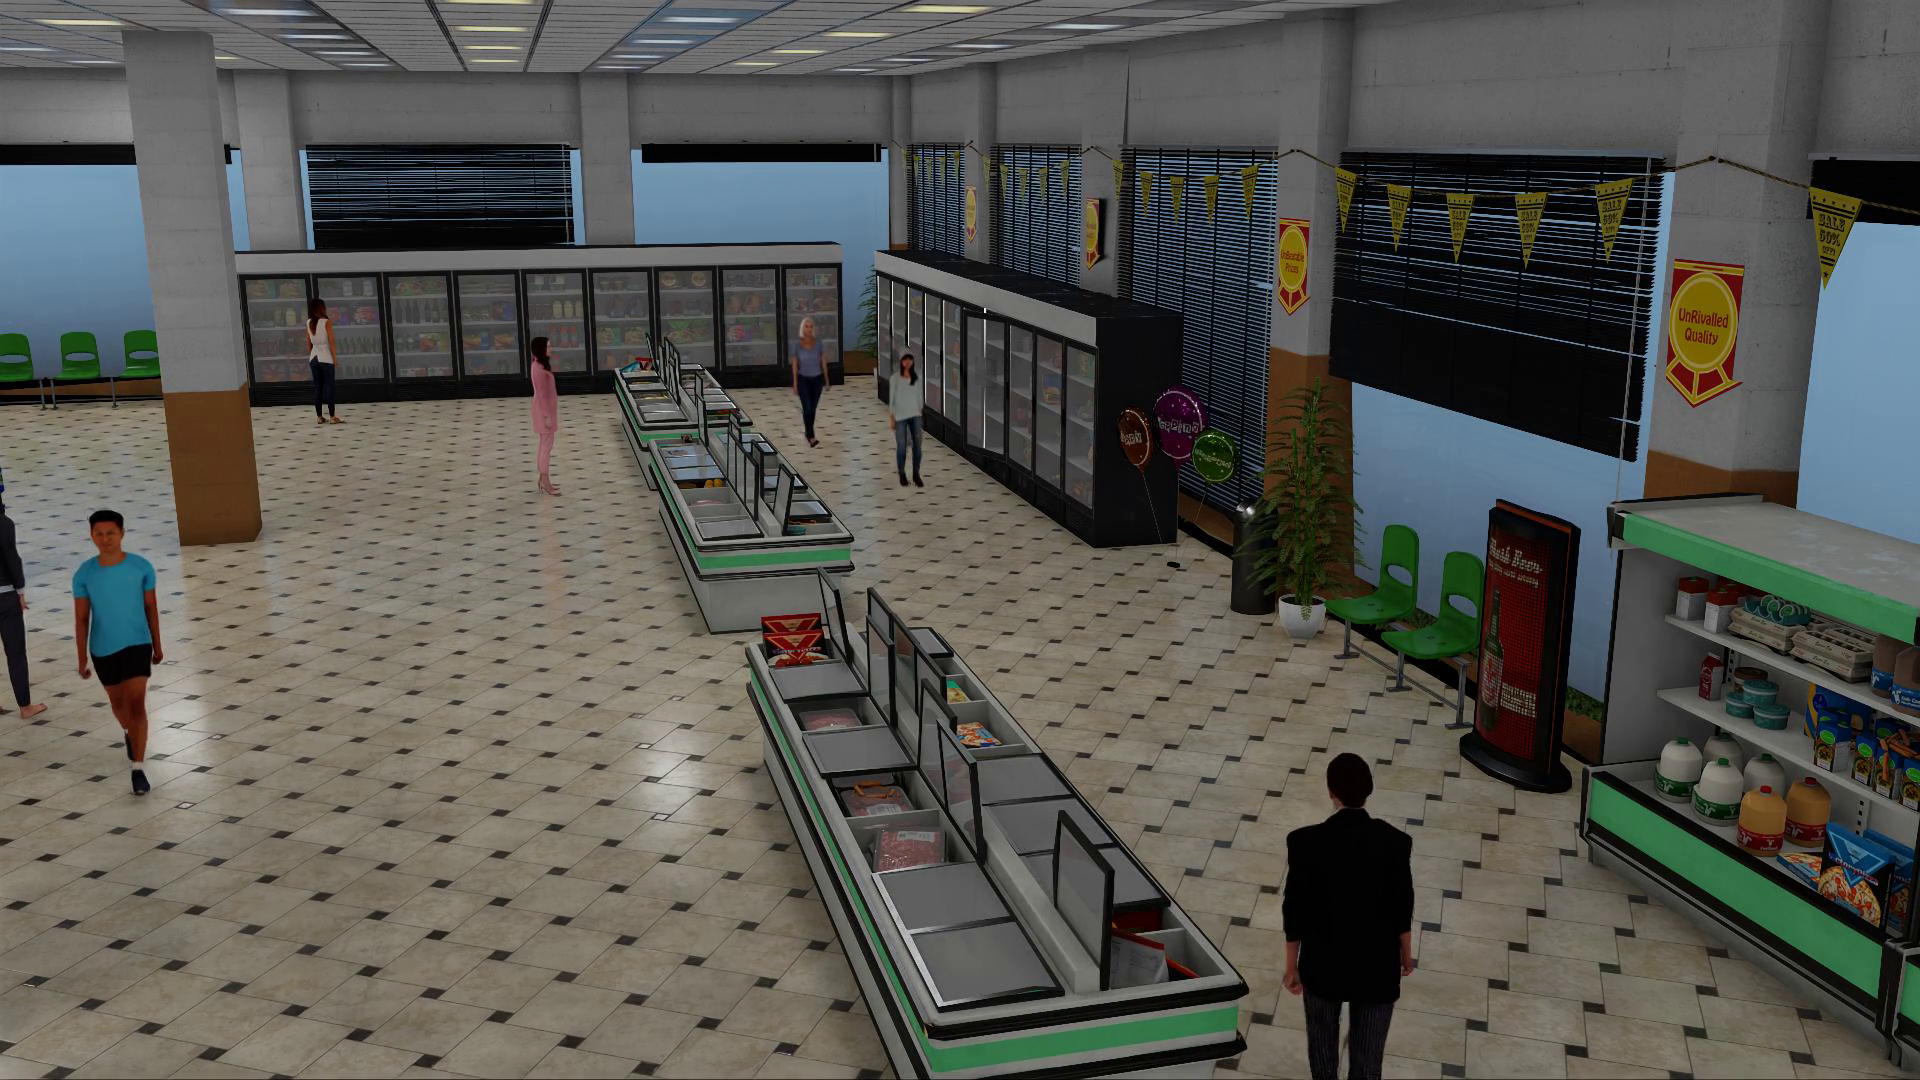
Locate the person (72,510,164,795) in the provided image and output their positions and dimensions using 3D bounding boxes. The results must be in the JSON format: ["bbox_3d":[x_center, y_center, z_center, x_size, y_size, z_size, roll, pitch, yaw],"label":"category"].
[{"bbox_3d":[-5.306,0.678,10.517,0.748,1.734,1.187,-6,15,-22],"label":"person"}]

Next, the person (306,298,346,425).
[{"bbox_3d":[-9.104,-2.551,23.720,0.664,1.785,0.681,4,14,16],"label":"person"}]

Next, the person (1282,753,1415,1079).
[{"bbox_3d":[1.490,1.693,6.407,0.802,1.697,0.824,4,14,16],"label":"person"}]

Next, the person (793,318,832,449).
[{"bbox_3d":[-1.998,-2.063,21.935,0.659,1.677,1.130,-5,15,-20],"label":"person"}]

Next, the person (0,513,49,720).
[{"bbox_3d":[-6.775,0.389,11.633,0.637,1.770,0.564,-1,14,-5],"label":"person"}]

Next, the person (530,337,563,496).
[{"bbox_3d":[-4.769,-1.428,19.052,0.664,1.803,0.448,-4,14,-16],"label":"person"}]

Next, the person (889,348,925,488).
[{"bbox_3d":[-0.648,-1.438,19.466,0.579,1.627,0.688,-4,14,-14],"label":"person"}]
